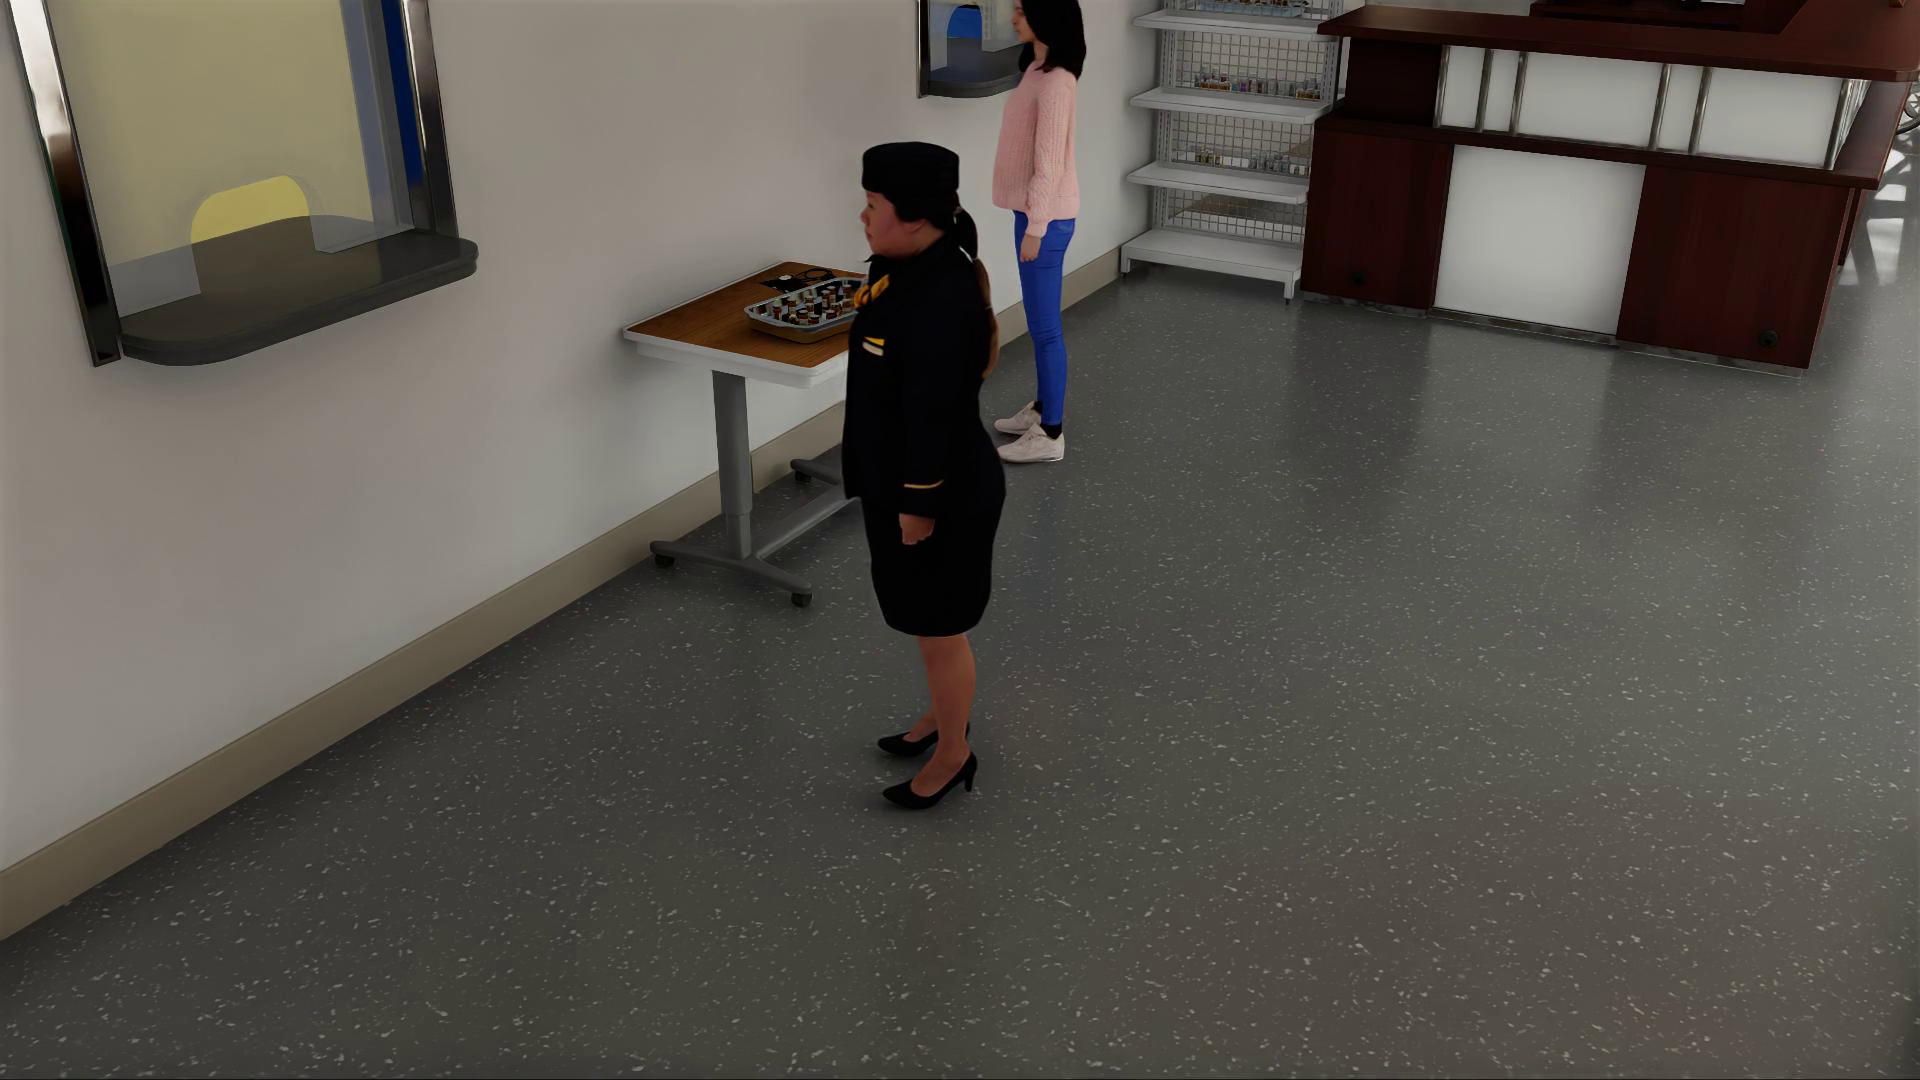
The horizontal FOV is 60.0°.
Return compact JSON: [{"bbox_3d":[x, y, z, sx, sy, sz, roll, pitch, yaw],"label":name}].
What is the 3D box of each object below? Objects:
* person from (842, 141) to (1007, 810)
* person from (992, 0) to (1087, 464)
[{"bbox_3d":[-0.078,-0.129,4.062,0.839,1.670,0.802,-3,26,-7],"label":"person"},{"bbox_3d":[0.306,-1.156,6.080,0.721,1.767,0.723,0,26,1],"label":"person"}]
